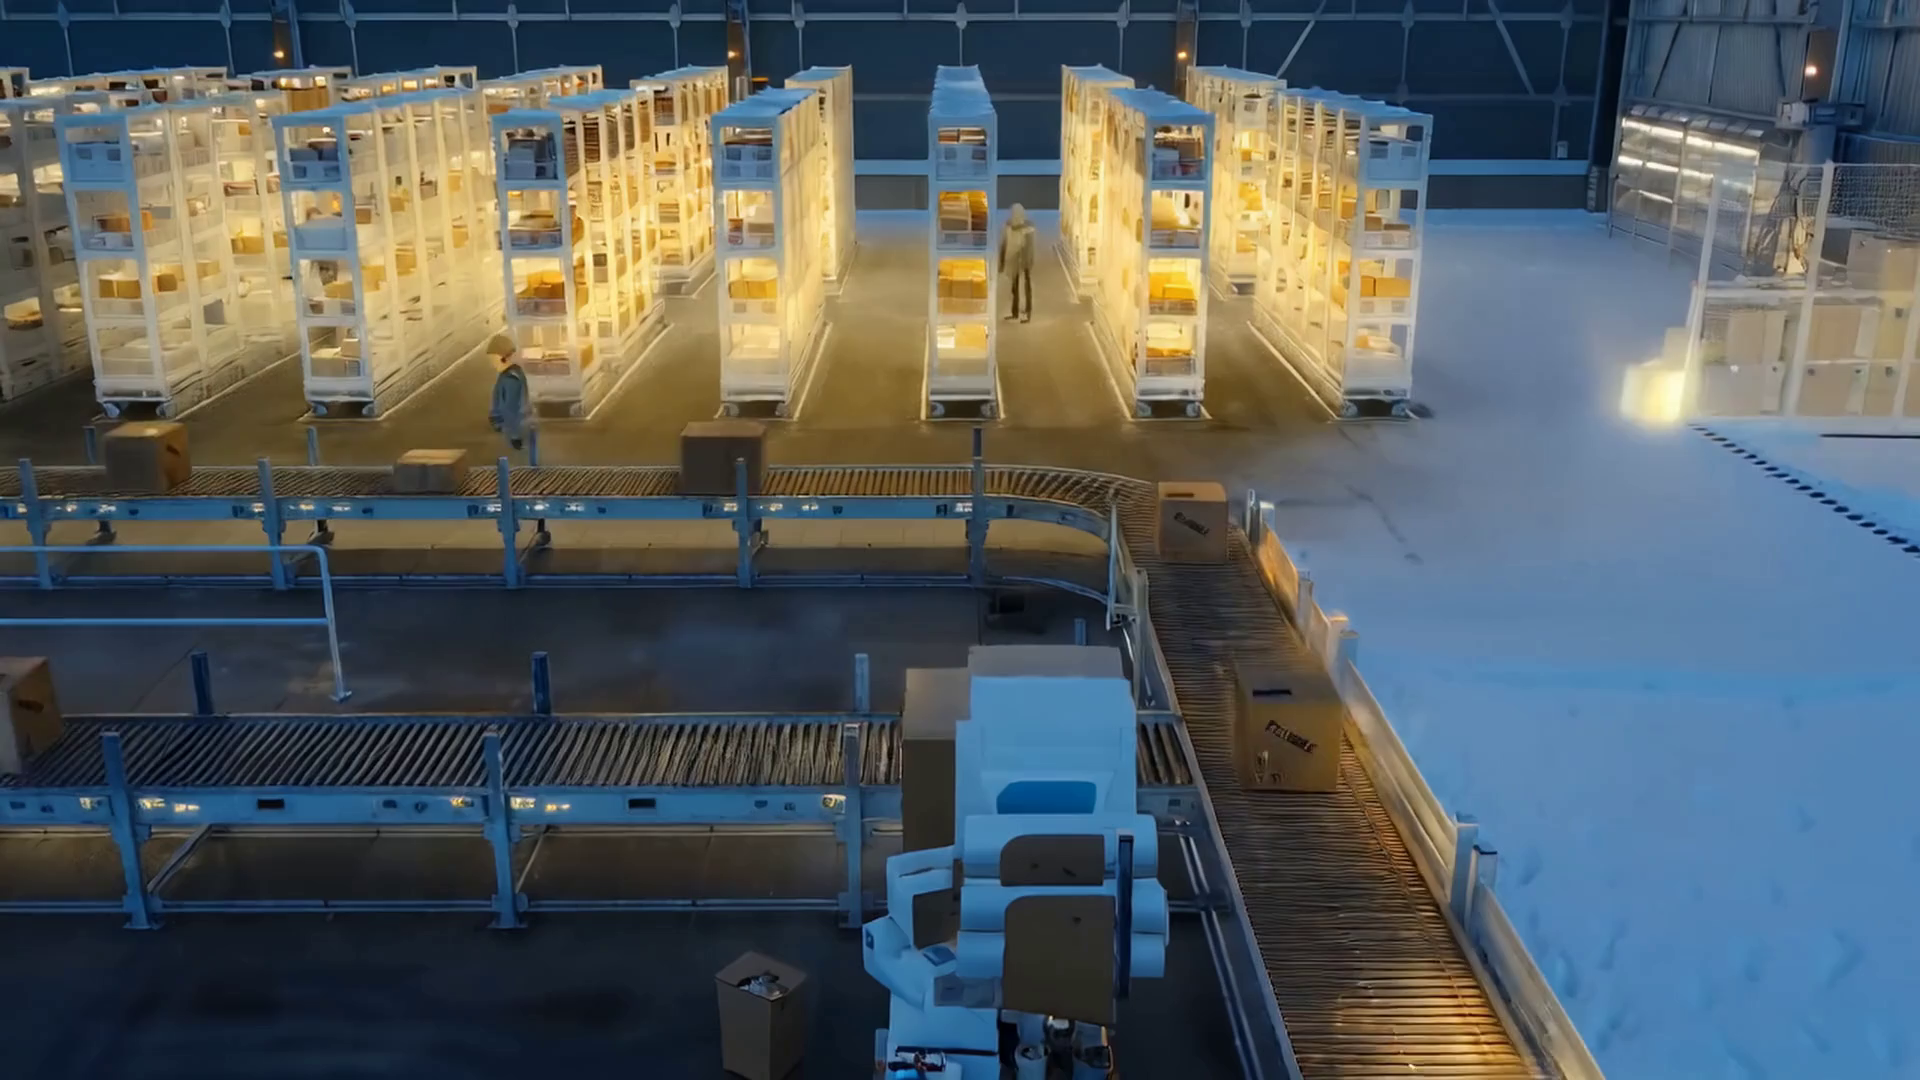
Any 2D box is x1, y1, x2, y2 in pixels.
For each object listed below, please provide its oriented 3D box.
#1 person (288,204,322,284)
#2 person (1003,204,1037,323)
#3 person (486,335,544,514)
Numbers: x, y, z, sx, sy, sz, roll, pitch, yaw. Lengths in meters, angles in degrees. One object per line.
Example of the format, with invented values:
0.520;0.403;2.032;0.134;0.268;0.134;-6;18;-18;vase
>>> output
-11.066;-5.062;28.004;0.382;1.993;0.622;12;22;33;person
0.945;-4.339;26.040;0.576;1.832;0.391;12;21;32;person
-4.300;-1.113;16.167;0.902;1.796;0.604;-2;18;-7;person
